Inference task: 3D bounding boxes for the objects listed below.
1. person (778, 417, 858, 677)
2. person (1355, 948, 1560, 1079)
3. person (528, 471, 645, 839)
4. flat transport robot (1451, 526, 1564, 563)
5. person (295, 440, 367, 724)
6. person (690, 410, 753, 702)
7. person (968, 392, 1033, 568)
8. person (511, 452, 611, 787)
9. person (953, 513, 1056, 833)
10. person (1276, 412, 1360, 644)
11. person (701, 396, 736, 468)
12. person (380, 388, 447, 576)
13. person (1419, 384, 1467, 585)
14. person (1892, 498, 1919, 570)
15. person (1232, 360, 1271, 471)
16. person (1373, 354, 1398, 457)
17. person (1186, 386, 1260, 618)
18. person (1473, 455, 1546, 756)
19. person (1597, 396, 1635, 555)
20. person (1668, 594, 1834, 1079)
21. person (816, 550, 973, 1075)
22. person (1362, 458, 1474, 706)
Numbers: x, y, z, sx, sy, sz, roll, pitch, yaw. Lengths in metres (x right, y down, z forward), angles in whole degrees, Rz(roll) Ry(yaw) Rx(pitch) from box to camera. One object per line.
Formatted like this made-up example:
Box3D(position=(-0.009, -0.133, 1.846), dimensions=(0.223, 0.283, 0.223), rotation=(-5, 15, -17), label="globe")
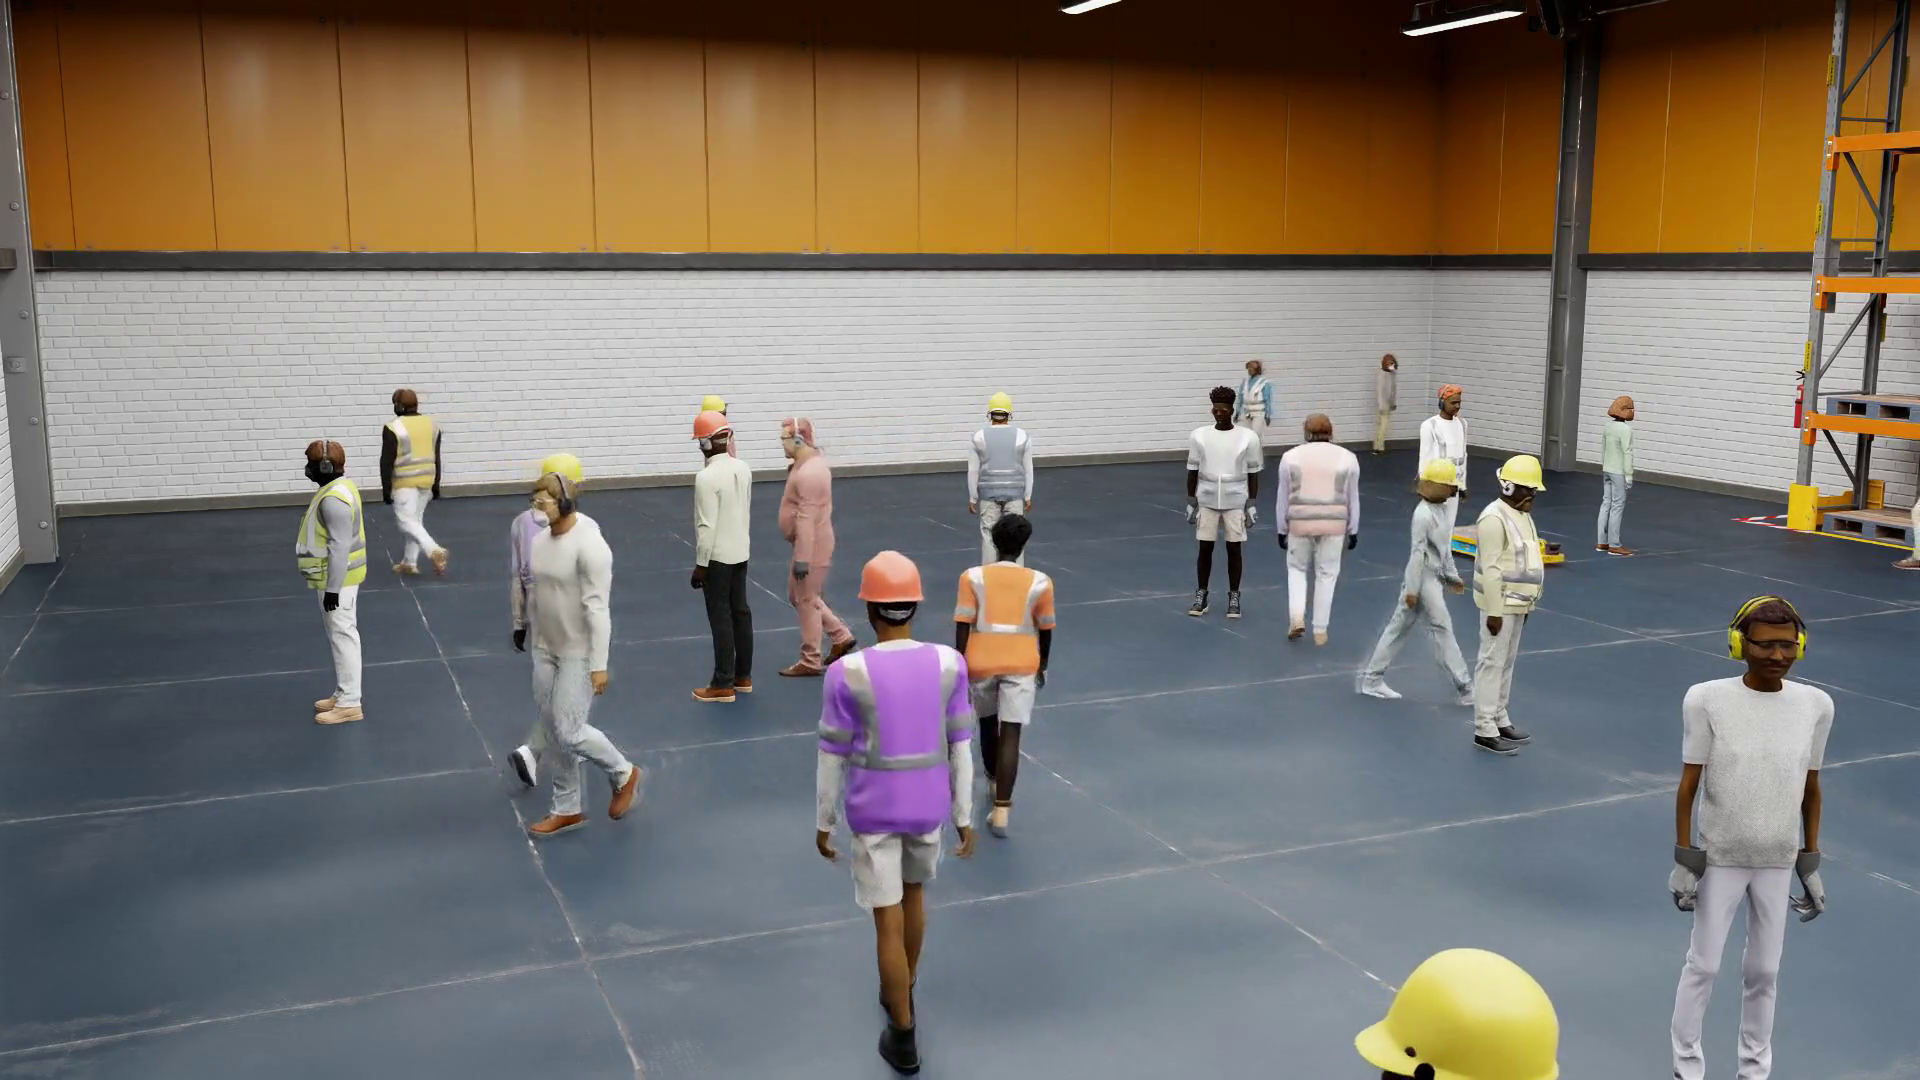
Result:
Box3D(position=(-1.067, 0.052, 11.990), dimensions=(0.480, 1.888, 0.667), rotation=(-1, 9, -4), label="person")
Box3D(position=(0.784, 1.571, 2.657), dimensions=(0.360, 1.930, 0.584), rotation=(1, 9, 4), label="person")
Box3D(position=(-1.992, 0.591, 8.625), dimensions=(0.644, 1.919, 0.513), rotation=(9, 13, 44), label="person")
Box3D(position=(5.385, 0.042, 16.939), dimensions=(0.652, 0.197, 1.431), rotation=(-4, 10, -24), label="flat transport robot")
Box3D(position=(-4.087, 0.265, 10.842), dimensions=(0.429, 1.843, 0.628), rotation=(-3, 10, -19), label="person")
Box3D(position=(-1.639, 0.110, 11.342), dimensions=(0.391, 1.986, 0.608), rotation=(4, 10, 22), label="person")
Box3D(position=(0.364, -0.411, 14.957), dimensions=(0.587, 1.835, 0.404), rotation=(0, 9, -2), label="person")
Box3D(position=(-2.349, 0.450, 9.572), dimensions=(0.594, 1.899, 0.834), rotation=(4, 10, 24), label="person")
Box3D(position=(0.237, 0.680, 8.918), dimensions=(0.540, 1.627, 0.880), rotation=(1, 9, 3), label="person")
Box3D(position=(2.798, -0.084, 13.008), dimensions=(0.647, 1.828, 0.440), rotation=(2, 10, 13), label="person")
Box3D(position=(-2.266, -0.474, 15.575), dimensions=(0.328, 1.760, 0.524), rotation=(-5, 11, -28), label="person")
Box3D(position=(-5.168, -0.533, 15.784), dimensions=(0.804, 1.816, 0.623), rotation=(6, 11, 32), label="person")
Box3D(position=(4.454, -0.497, 15.346), dimensions=(0.576, 1.882, 0.338), rotation=(-6, 11, -34), label="person")
Box3D(position=(9.431, -0.590, 16.096), dimensions=(0.645, 1.828, 0.523), rotation=(7, 12, 37), label="person")
Box3D(position=(4.141, -1.747, 23.733), dimensions=(0.745, 1.612, 0.520), rotation=(-6, 11, -34), label="person")
Box3D(position=(6.603, -2.093, 25.873), dimensions=(0.454, 1.597, 0.571), rotation=(8, 12, 41), label="person")
Box3D(position=(2.204, -0.321, 14.009), dimensions=(0.613, 1.963, 0.362), rotation=(3, 10, 17), label="person")
Box3D(position=(3.354, 0.385, 10.176), dimensions=(0.404, 1.822, 0.586), rotation=(6, 11, 34), label="person")
Box3D(position=(6.772, -0.668, 17.117), dimensions=(0.272, 1.632, 0.507), rotation=(-1, 9, -6), label="person")
Box3D(position=(2.689, 1.103, 5.675), dimensions=(0.510, 1.872, 0.328), rotation=(0, 9, 3), label="person")
Box3D(position=(-0.288, 0.980, 6.272), dimensions=(0.571, 1.913, 0.780), rotation=(-4, 10, -22), label="person")
Box3D(position=(3.170, 0.280, 11.199), dimensions=(0.922, 1.683, 0.488), rotation=(3, 10, 19), label="person")
